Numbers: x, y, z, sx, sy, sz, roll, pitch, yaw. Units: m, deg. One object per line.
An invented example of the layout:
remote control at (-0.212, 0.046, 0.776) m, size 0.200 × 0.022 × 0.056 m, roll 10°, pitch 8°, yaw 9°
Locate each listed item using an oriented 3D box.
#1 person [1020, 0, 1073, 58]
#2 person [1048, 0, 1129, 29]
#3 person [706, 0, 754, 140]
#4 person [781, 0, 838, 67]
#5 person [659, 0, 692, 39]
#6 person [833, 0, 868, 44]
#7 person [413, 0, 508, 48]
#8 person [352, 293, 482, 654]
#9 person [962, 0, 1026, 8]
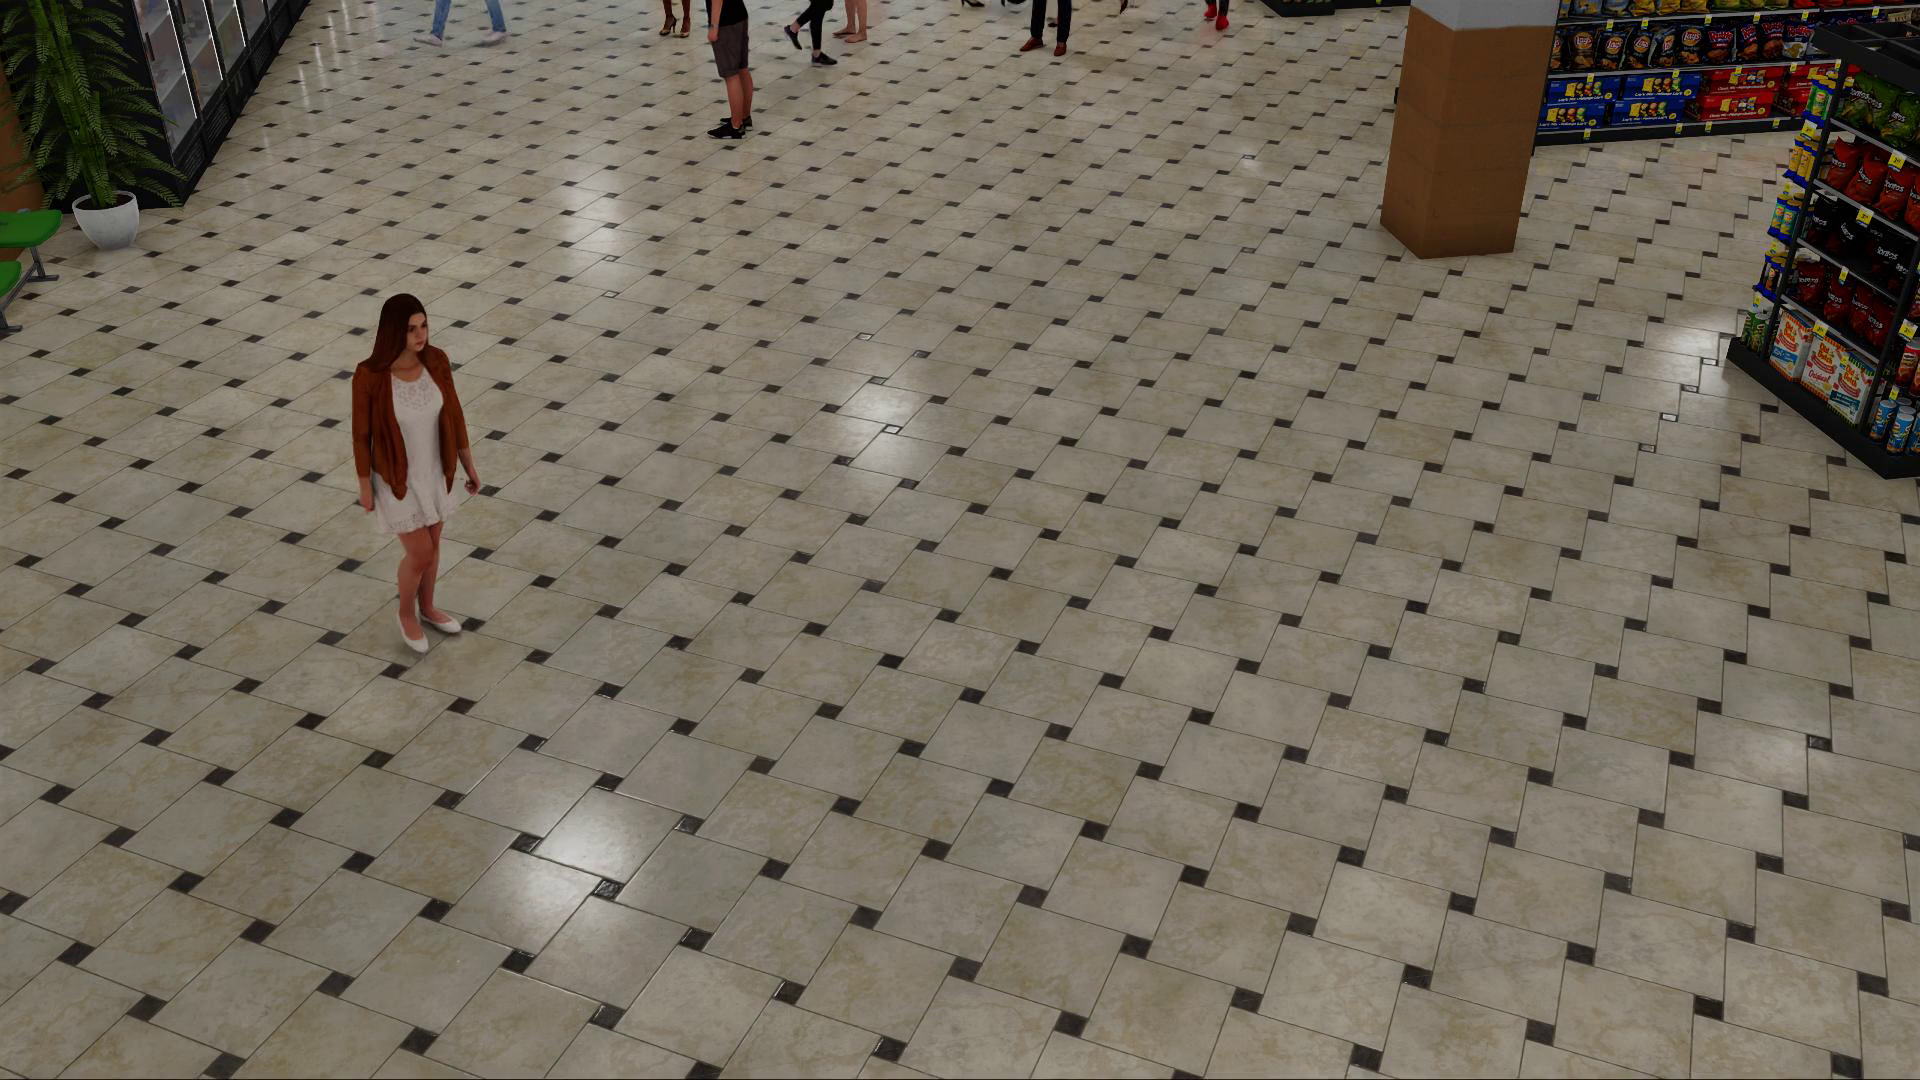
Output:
person at (0.858, -5.450, 15.374) m, size 0.774 × 1.824 × 0.853 m, roll 17°, pitch 36°, yaw 25°
person at (1.273, -5.877, 16.104) m, size 1.236 × 1.778 × 0.832 m, roll -14°, pitch 35°, yaw -21°
person at (-1.842, -4.146, 13.246) m, size 0.755 × 1.858 × 0.764 m, roll 9°, pitch 33°, yaw 14°
person at (-1.390, -5.154, 15.028) m, size 0.897 × 1.687 × 0.766 m, roll 9°, pitch 33°, yaw 14°
person at (-2.755, -5.707, 15.816) m, size 0.643 × 1.793 × 0.738 m, roll 12°, pitch 34°, yaw 19°
person at (-1.036, -5.625, 15.766) m, size 0.628 × 1.707 × 0.654 m, roll -15°, pitch 35°, yaw -23°
person at (-4.555, -5.513, 15.493) m, size 1.125 × 1.806 × 1.212 m, roll 22°, pitch 38°, yaw 31°
person at (-2.427, -0.312, 7.239) m, size 0.835 × 1.694 × 0.770 m, roll 26°, pitch 40°, yaw 35°
person at (0.158, -6.162, 16.689) m, size 1.020 × 1.644 × 0.902 m, roll 7°, pitch 33°, yaw 11°
